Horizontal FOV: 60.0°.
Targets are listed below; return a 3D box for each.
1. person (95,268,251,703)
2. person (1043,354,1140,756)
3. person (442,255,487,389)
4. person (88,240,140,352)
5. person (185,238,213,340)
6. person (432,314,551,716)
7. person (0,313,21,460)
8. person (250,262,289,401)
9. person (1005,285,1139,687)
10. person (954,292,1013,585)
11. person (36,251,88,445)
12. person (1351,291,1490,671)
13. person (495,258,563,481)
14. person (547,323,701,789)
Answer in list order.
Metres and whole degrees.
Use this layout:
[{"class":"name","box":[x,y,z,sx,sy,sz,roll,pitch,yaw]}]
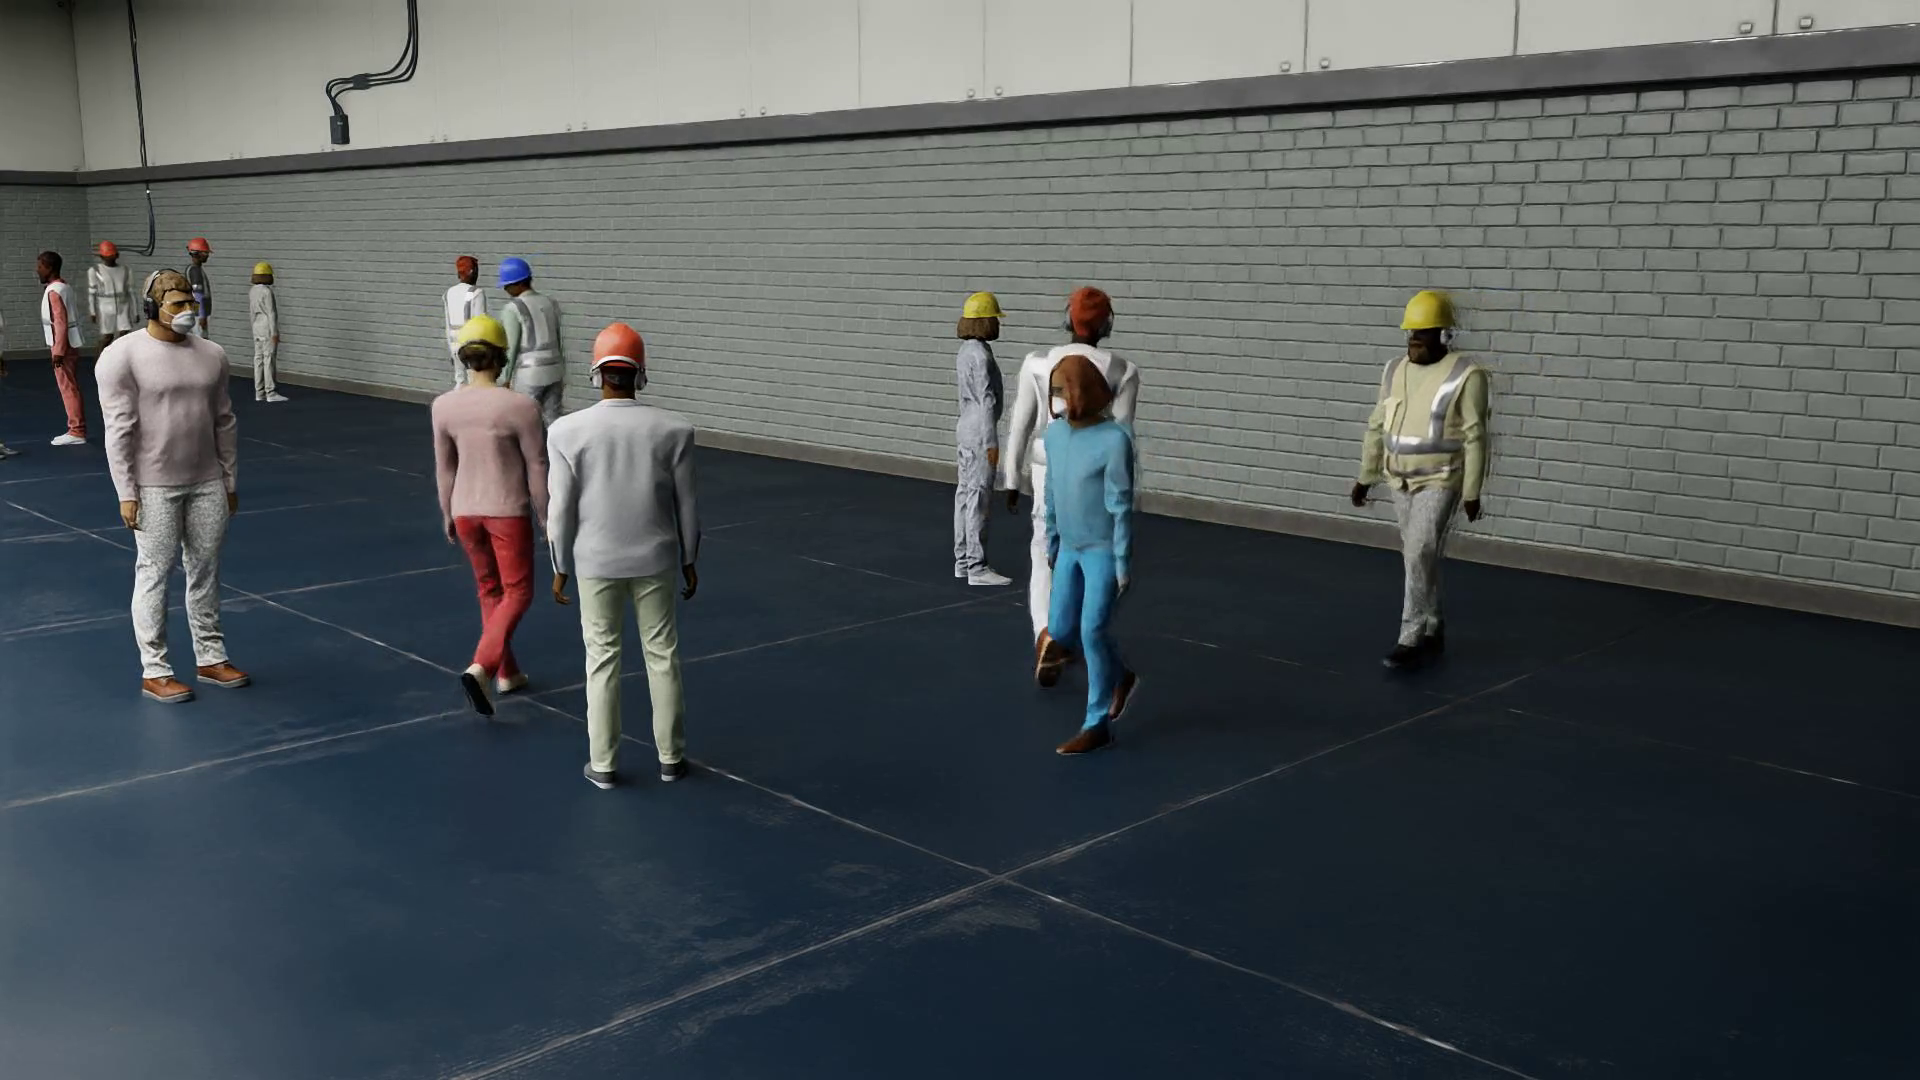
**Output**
[{"class":"person","box":[-3.523,-0.245,7.495,0.367,1.933,0.627,6,12,30]},{"class":"person","box":[0.559,0.049,6.727,0.470,1.610,0.544,-8,13,-37]},{"class":"person","box":[-4.838,-1.855,16.406,0.576,1.880,0.360,7,13,35]},{"class":"person","box":[-12.495,-3.416,24.550,0.646,2.015,0.700,-7,13,-34]},{"class":"person","box":[-10.395,-3.111,22.809,0.393,2.040,0.611,-5,12,-27]},{"class":"person","box":[-2.068,-0.113,7.281,0.539,1.741,0.736,3,11,14]},{"class":"person","box":[-9.105,-1.670,15.506,0.388,1.837,0.563,-1,10,-4]},{"class":"person","box":[-8.714,-2.615,20.918,0.492,1.742,0.320,8,13,38]},{"class":"person","box":[0.504,-0.254,7.762,0.615,1.853,0.864,2,11,12]},{"class":"person","box":[0.132,-0.604,9.952,0.294,1.744,0.488,-3,11,-16]},{"class":"person","box":[-8.947,-1.912,16.605,0.373,1.916,0.596,-4,11,-21]},{"class":"person","box":[2.164,-0.287,8.033,0.732,1.802,0.612,-6,12,-31]},{"class":"person","box":[-3.454,-1.322,13.467,0.453,1.905,0.625,5,12,27]},{"class":"person","box":[-1.267,0.061,6.294,0.574,1.749,0.337,-3,11,-18]}]
